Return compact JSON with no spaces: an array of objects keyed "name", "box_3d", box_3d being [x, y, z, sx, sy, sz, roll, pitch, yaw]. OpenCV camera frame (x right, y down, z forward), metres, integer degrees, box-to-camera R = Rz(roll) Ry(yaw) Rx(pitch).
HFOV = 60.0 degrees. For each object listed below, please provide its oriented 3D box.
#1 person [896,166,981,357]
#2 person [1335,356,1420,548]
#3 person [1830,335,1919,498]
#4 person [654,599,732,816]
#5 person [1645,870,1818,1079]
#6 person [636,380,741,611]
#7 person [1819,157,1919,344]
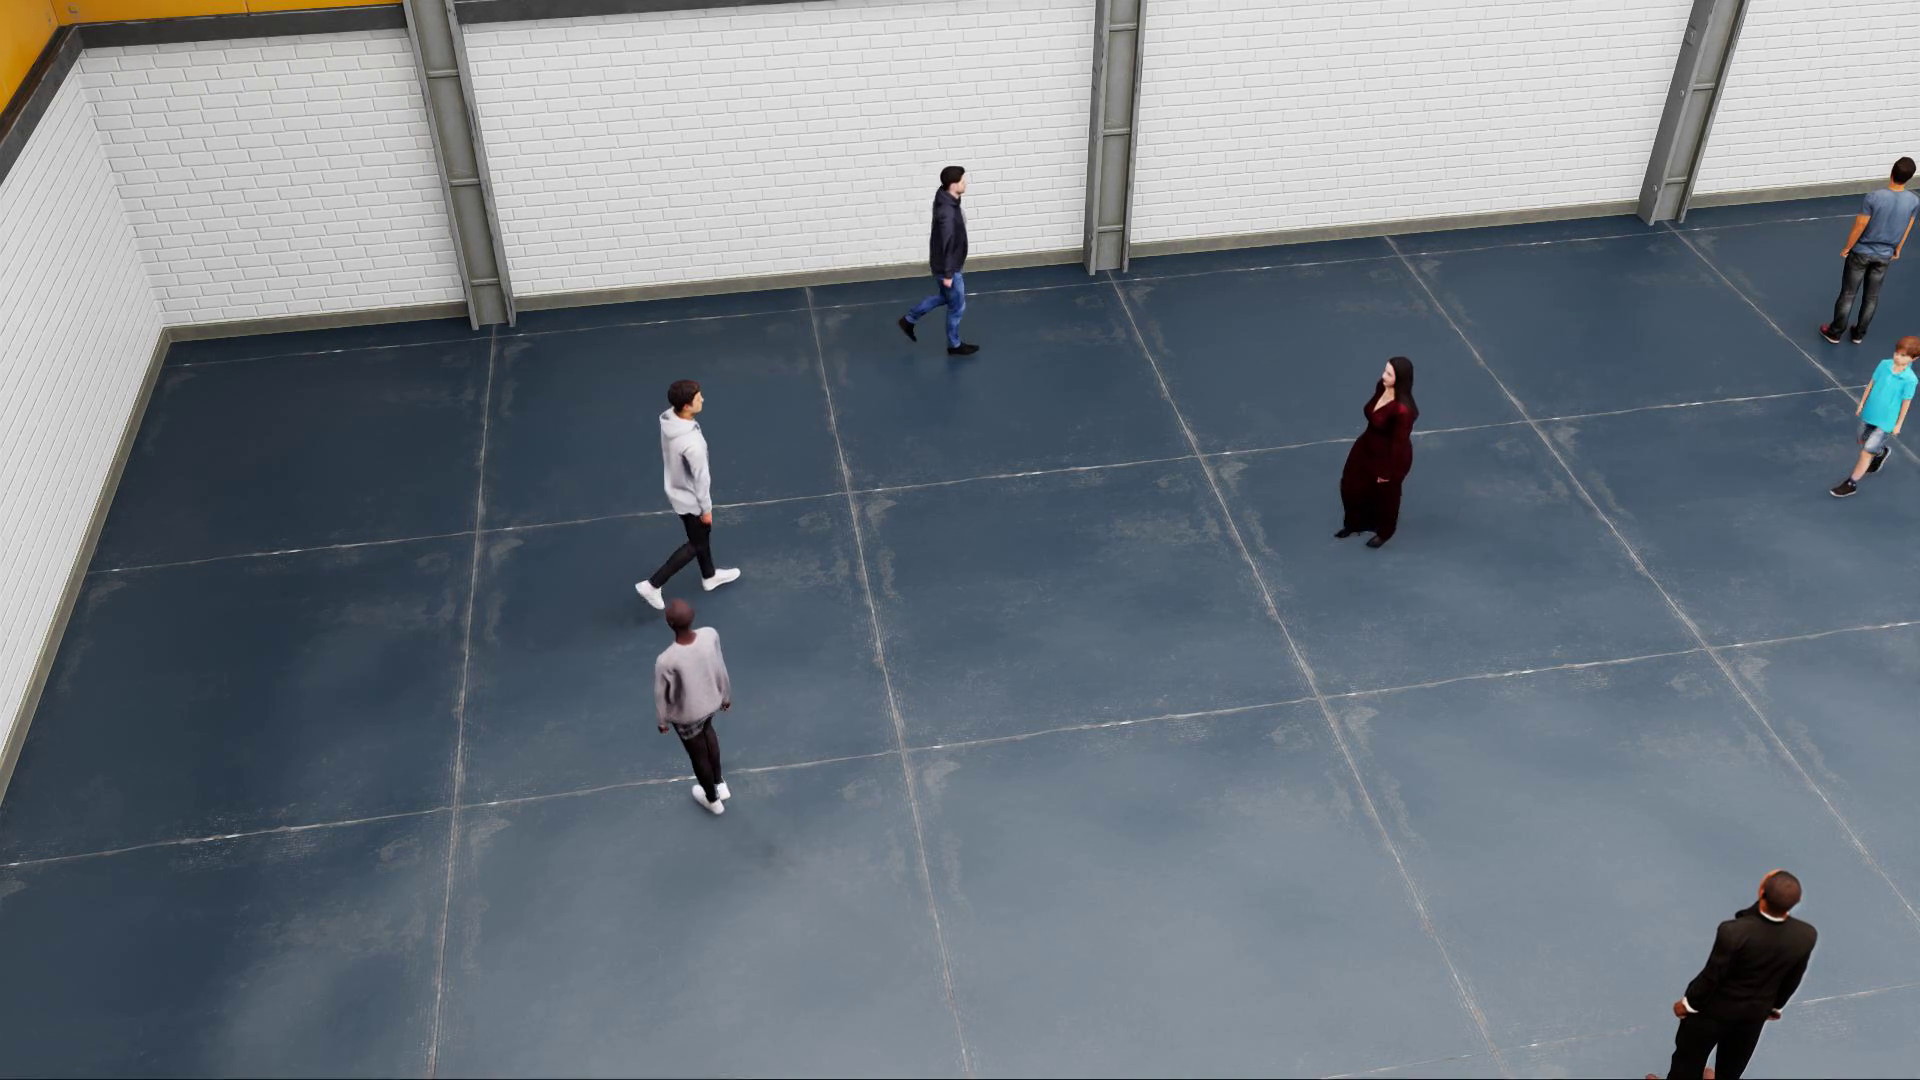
[{"name":"person","box_3d":[-0.202,-2.464,14.834,1.018,1.876,0.749,-2,39,-2]},{"name":"person","box_3d":[3.318,-0.659,12.684,0.700,1.740,0.697,-10,40,-12]},{"name":"person","box_3d":[7.468,-1.025,13.390,0.944,1.430,0.657,-15,41,-18]},{"name":"person","box_3d":[-1.607,1.099,10.461,0.710,1.766,0.805,-31,48,-33]},{"name":"person","box_3d":[4.045,2.411,8.709,0.598,1.904,0.806,0,39,0]},{"name":"person","box_3d":[-2.061,-0.300,12.099,1.188,1.907,0.932,-20,43,-23]},{"name":"person","box_3d":[8.277,-2.616,15.079,0.582,1.810,0.764,4,39,4]}]
